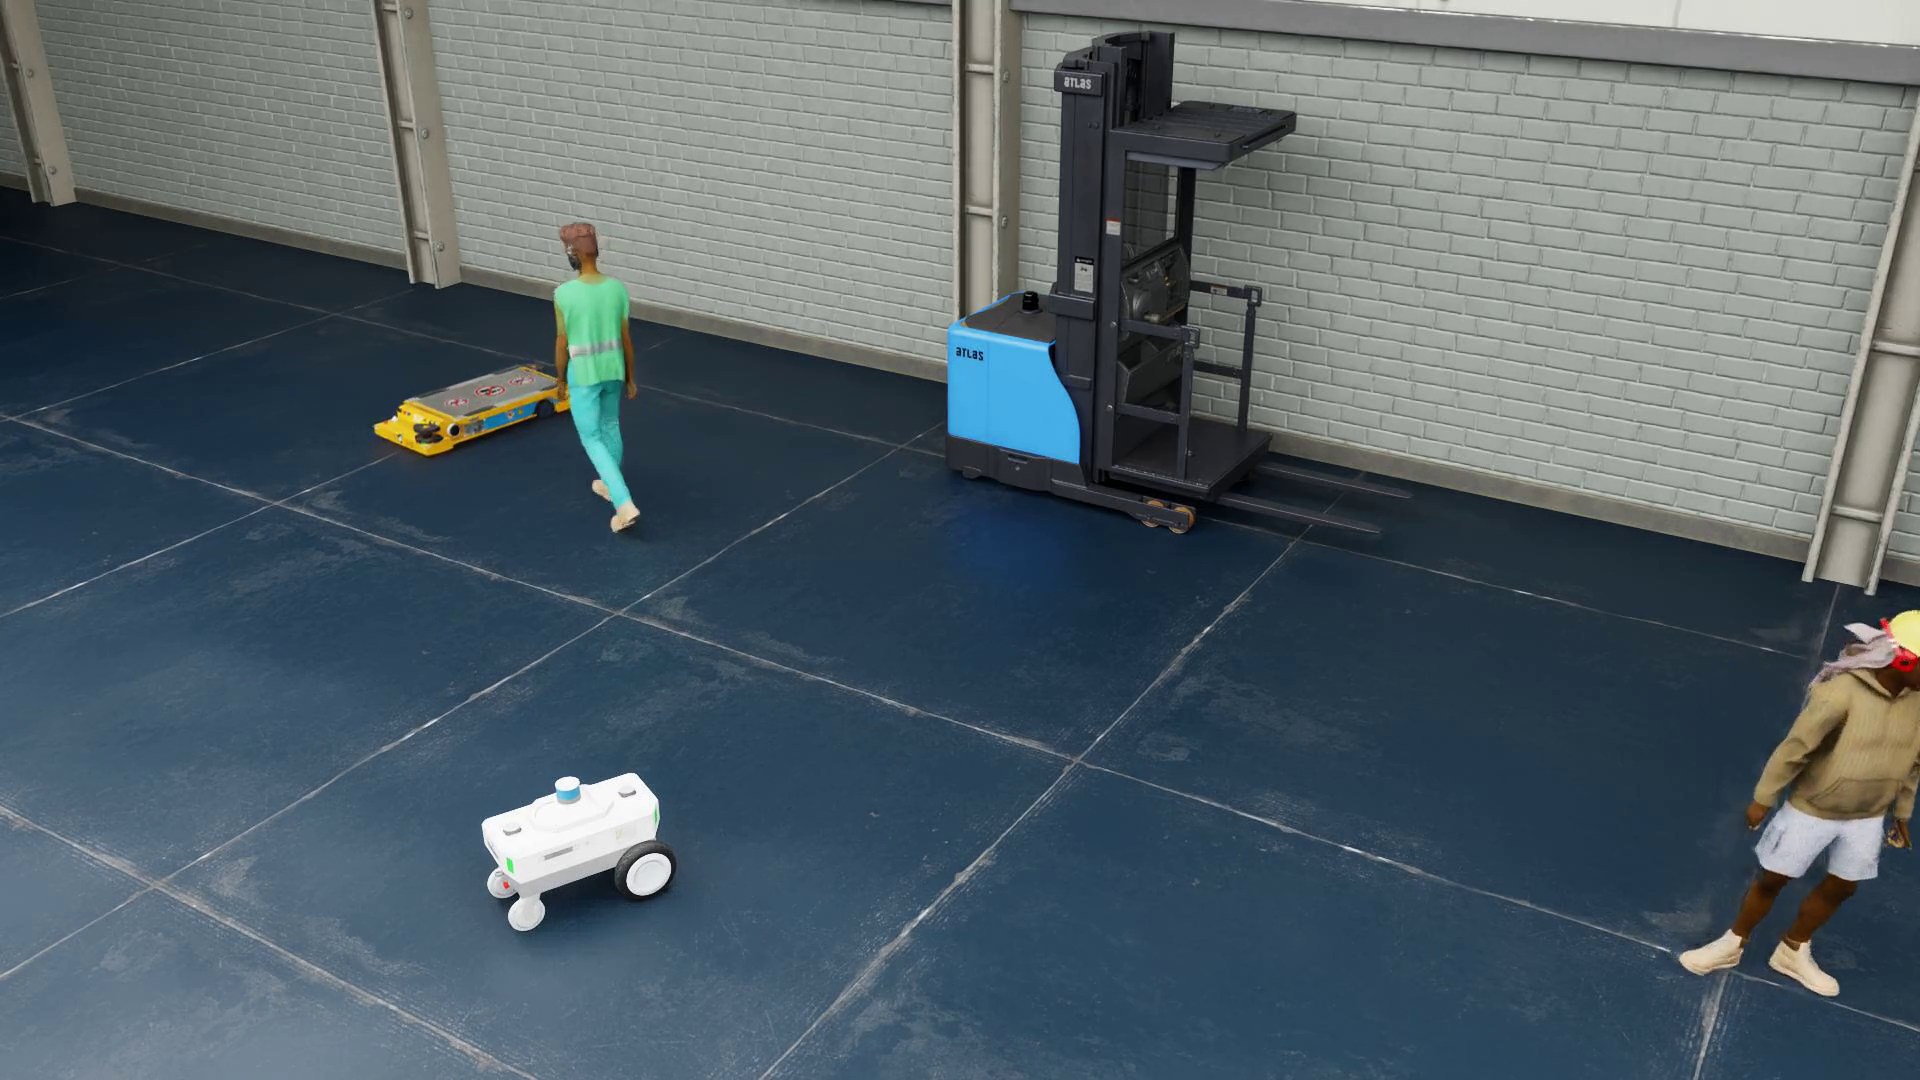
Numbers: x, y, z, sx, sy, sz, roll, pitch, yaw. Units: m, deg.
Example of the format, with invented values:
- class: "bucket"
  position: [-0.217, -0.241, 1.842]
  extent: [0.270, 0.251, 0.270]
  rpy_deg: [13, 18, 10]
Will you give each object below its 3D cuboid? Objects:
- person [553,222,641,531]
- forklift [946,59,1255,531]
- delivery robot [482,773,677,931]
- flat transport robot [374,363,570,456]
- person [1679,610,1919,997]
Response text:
- class: "person"
  position: [-2.279, -1.039, 10.498]
  extent: [0.486, 1.964, 0.761]
  rpy_deg: [-20, 32, -36]
- class: "forklift"
  position: [0.933, -1.707, 10.833]
  extent: [1.873, 2.768, 1.129]
  rpy_deg: [15, 29, 28]
- class: "delivery robot"
  position: [-1.663, 1.293, 7.173]
  extent: [0.766, 0.580, 0.499]
  rpy_deg: [-16, 29, -29]
- class: "flat transport robot"
  position: [-3.535, -0.980, 12.332]
  extent: [0.659, 0.231, 1.431]
  rpy_deg: [20, 32, 35]
- class: "person"
  position: [3.287, 1.023, 6.407]
  extent: [0.727, 1.724, 0.373]
  rpy_deg: [0, 25, -1]
